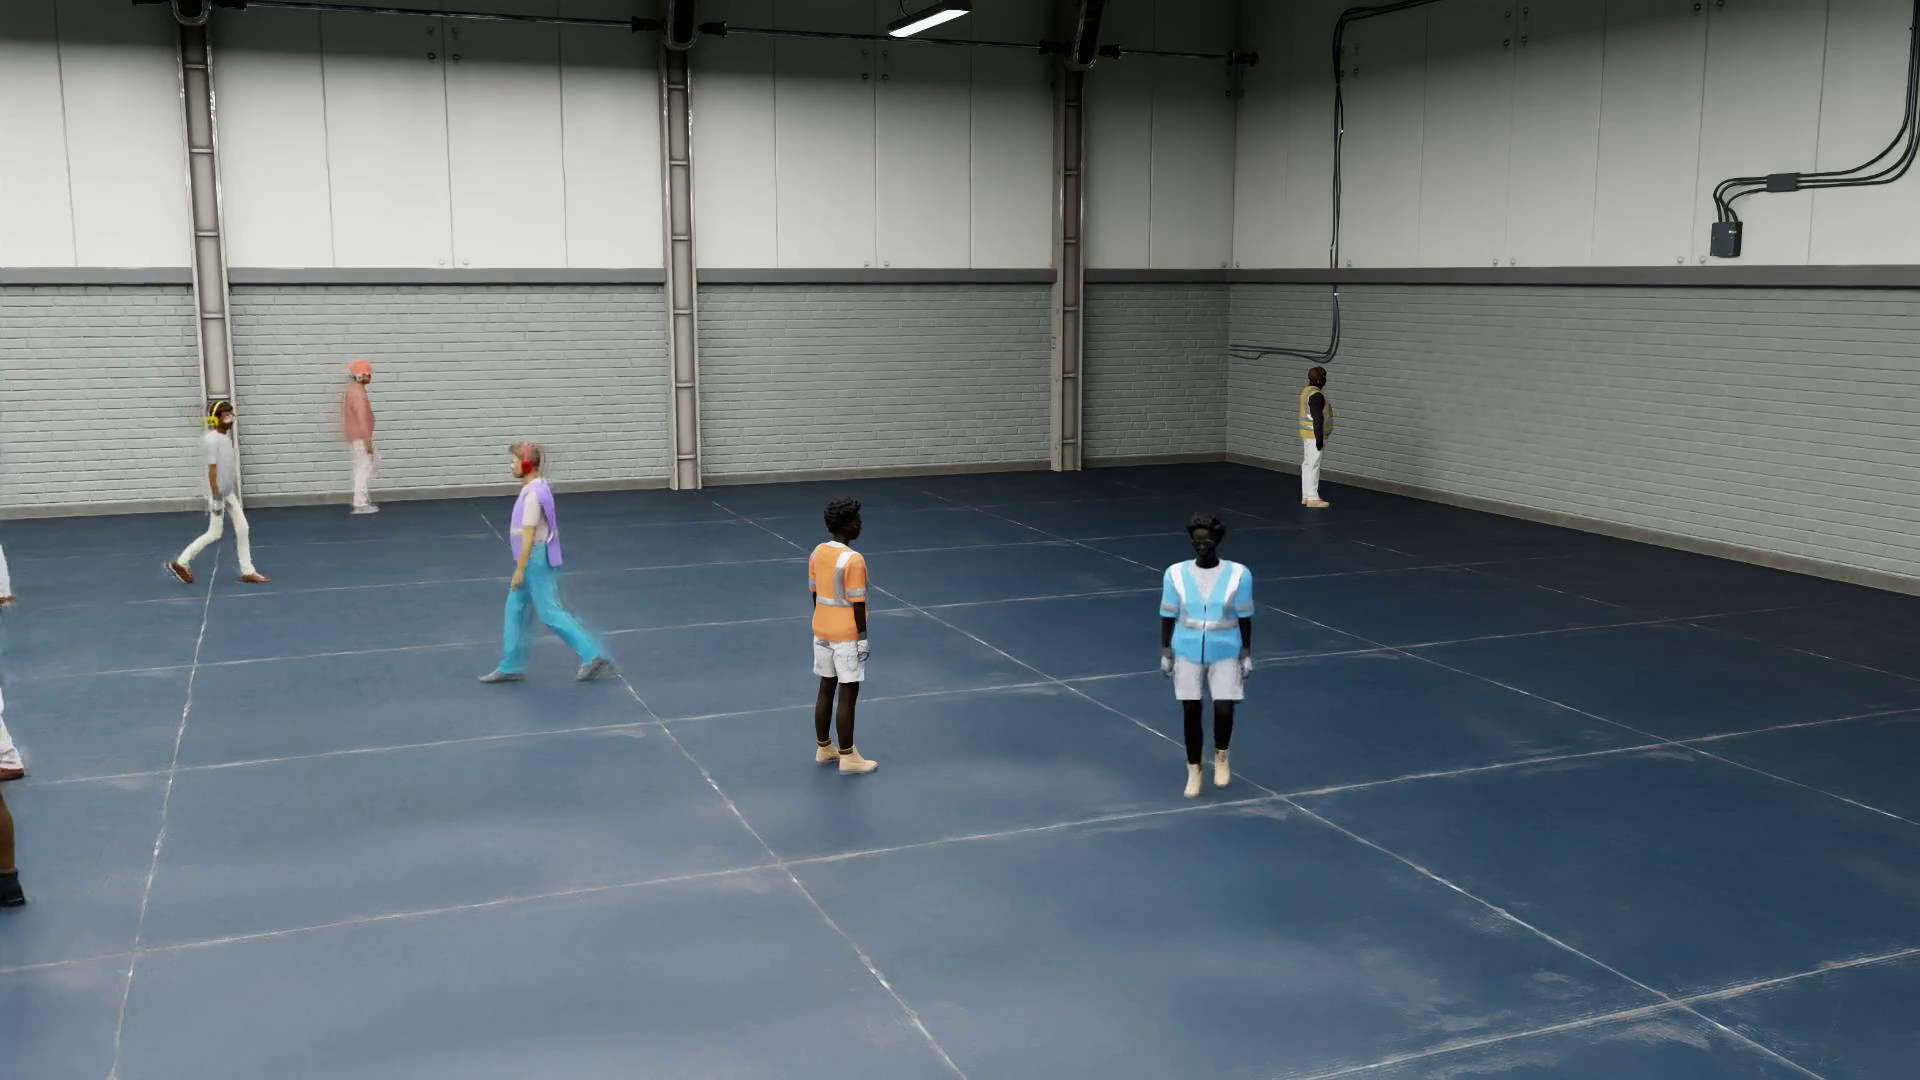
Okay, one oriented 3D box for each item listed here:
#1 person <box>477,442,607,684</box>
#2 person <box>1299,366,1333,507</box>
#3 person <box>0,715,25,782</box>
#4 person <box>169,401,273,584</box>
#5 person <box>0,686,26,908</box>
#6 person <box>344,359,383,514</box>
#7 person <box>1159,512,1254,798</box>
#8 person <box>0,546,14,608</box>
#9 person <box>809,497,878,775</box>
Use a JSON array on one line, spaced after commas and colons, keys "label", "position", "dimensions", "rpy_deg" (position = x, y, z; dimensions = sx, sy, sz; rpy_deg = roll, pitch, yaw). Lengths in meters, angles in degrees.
[{"label": "person", "position": [-3.113, 0.174, 12.329], "dimensions": [0.895, 1.816, 0.567], "rpy_deg": [-3, 10, -18]}, {"label": "person", "position": [4.680, -1.355, 21.849], "dimensions": [0.429, 1.843, 0.633], "rpy_deg": [0, 9, 0]}, {"label": "person", "position": [-6.078, 0.553, 9.817], "dimensions": [0.909, 1.859, 0.669], "rpy_deg": [-4, 10, -25]}, {"label": "person", "position": [-7.285, -0.451, 16.250], "dimensions": [0.873, 1.833, 0.534], "rpy_deg": [-1, 9, -5]}, {"label": "person", "position": [-4.810, 0.842, 7.819], "dimensions": [0.685, 1.914, 0.555], "rpy_deg": [-2, 9, -13]}, {"label": "person", "position": [-7.563, -1.313, 21.171], "dimensions": [0.489, 1.968, 0.647], "rpy_deg": [-4, 10, -25]}, {"label": "person", "position": [1.412, 0.671, 9.614], "dimensions": [0.548, 1.680, 0.372], "rpy_deg": [3, 9, 16]}, {"label": "person", "position": [-9.142, -0.299, 15.061], "dimensions": [1.031, 1.883, 0.631], "rpy_deg": [0, 9, -2]}, {"label": "person", "position": [-0.720, 0.576, 10.166], "dimensions": [0.316, 1.699, 0.540], "rpy_deg": [-7, 11, -36]}]
